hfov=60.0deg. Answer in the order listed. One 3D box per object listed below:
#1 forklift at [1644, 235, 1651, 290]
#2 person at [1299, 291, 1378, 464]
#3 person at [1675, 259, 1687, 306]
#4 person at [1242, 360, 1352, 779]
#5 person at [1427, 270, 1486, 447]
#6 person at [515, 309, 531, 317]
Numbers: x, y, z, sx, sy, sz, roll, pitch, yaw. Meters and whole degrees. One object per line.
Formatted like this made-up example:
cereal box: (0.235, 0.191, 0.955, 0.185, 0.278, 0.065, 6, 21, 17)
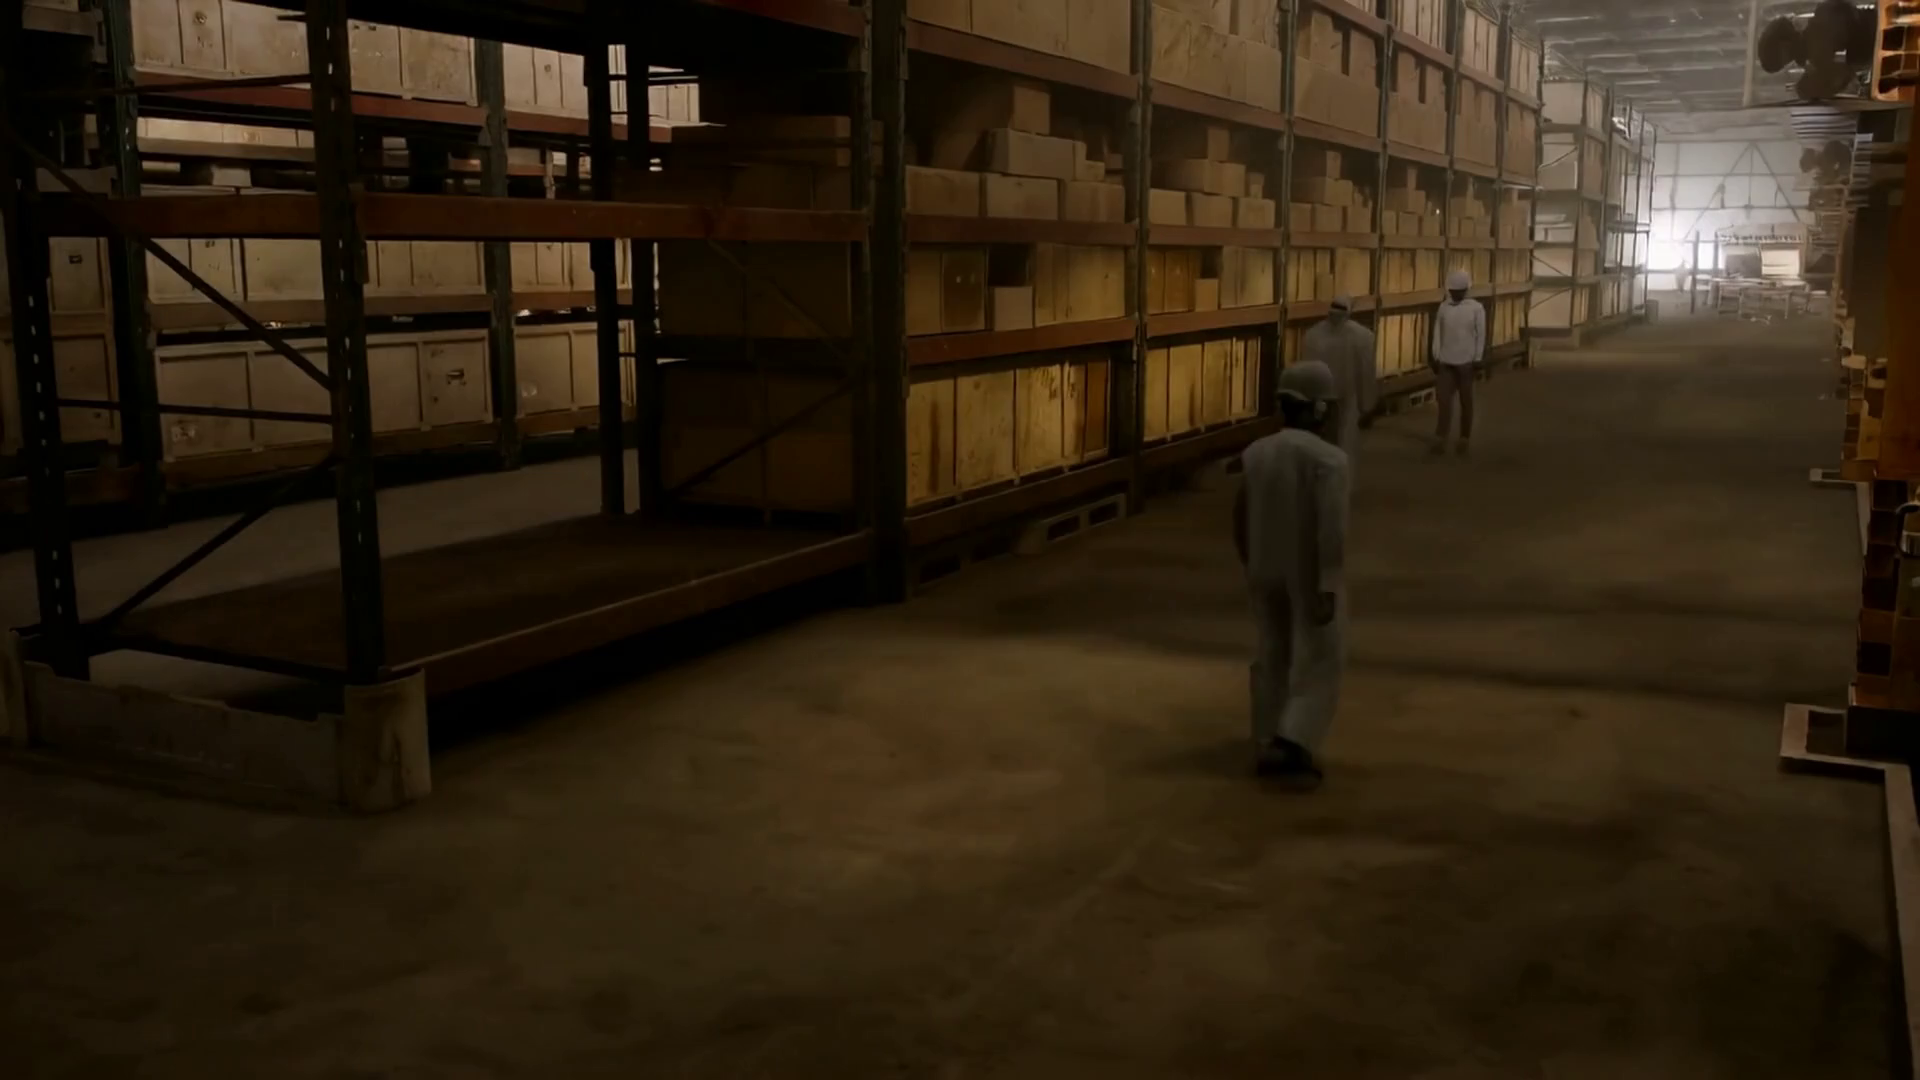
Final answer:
forklift: (25.103, -9.939, 61.886, 1.129, 2.768, 1.873, 5, 11, 27)
person: (3.175, -1.163, 14.048, 0.635, 1.864, 1.000, 5, 11, 28)
person: (29.410, -10.485, 67.769, 0.355, 1.938, 0.636, 0, 10, 0)
person: (1.395, 0.134, 6.861, 0.377, 1.738, 0.563, -8, 13, -38)
person: (5.591, -2.037, 18.727, 0.388, 1.987, 0.608, -9, 13, -41)
person: (-6.026, -2.600, 22.741, 0.492, 1.718, 0.688, 4, 11, 21)
